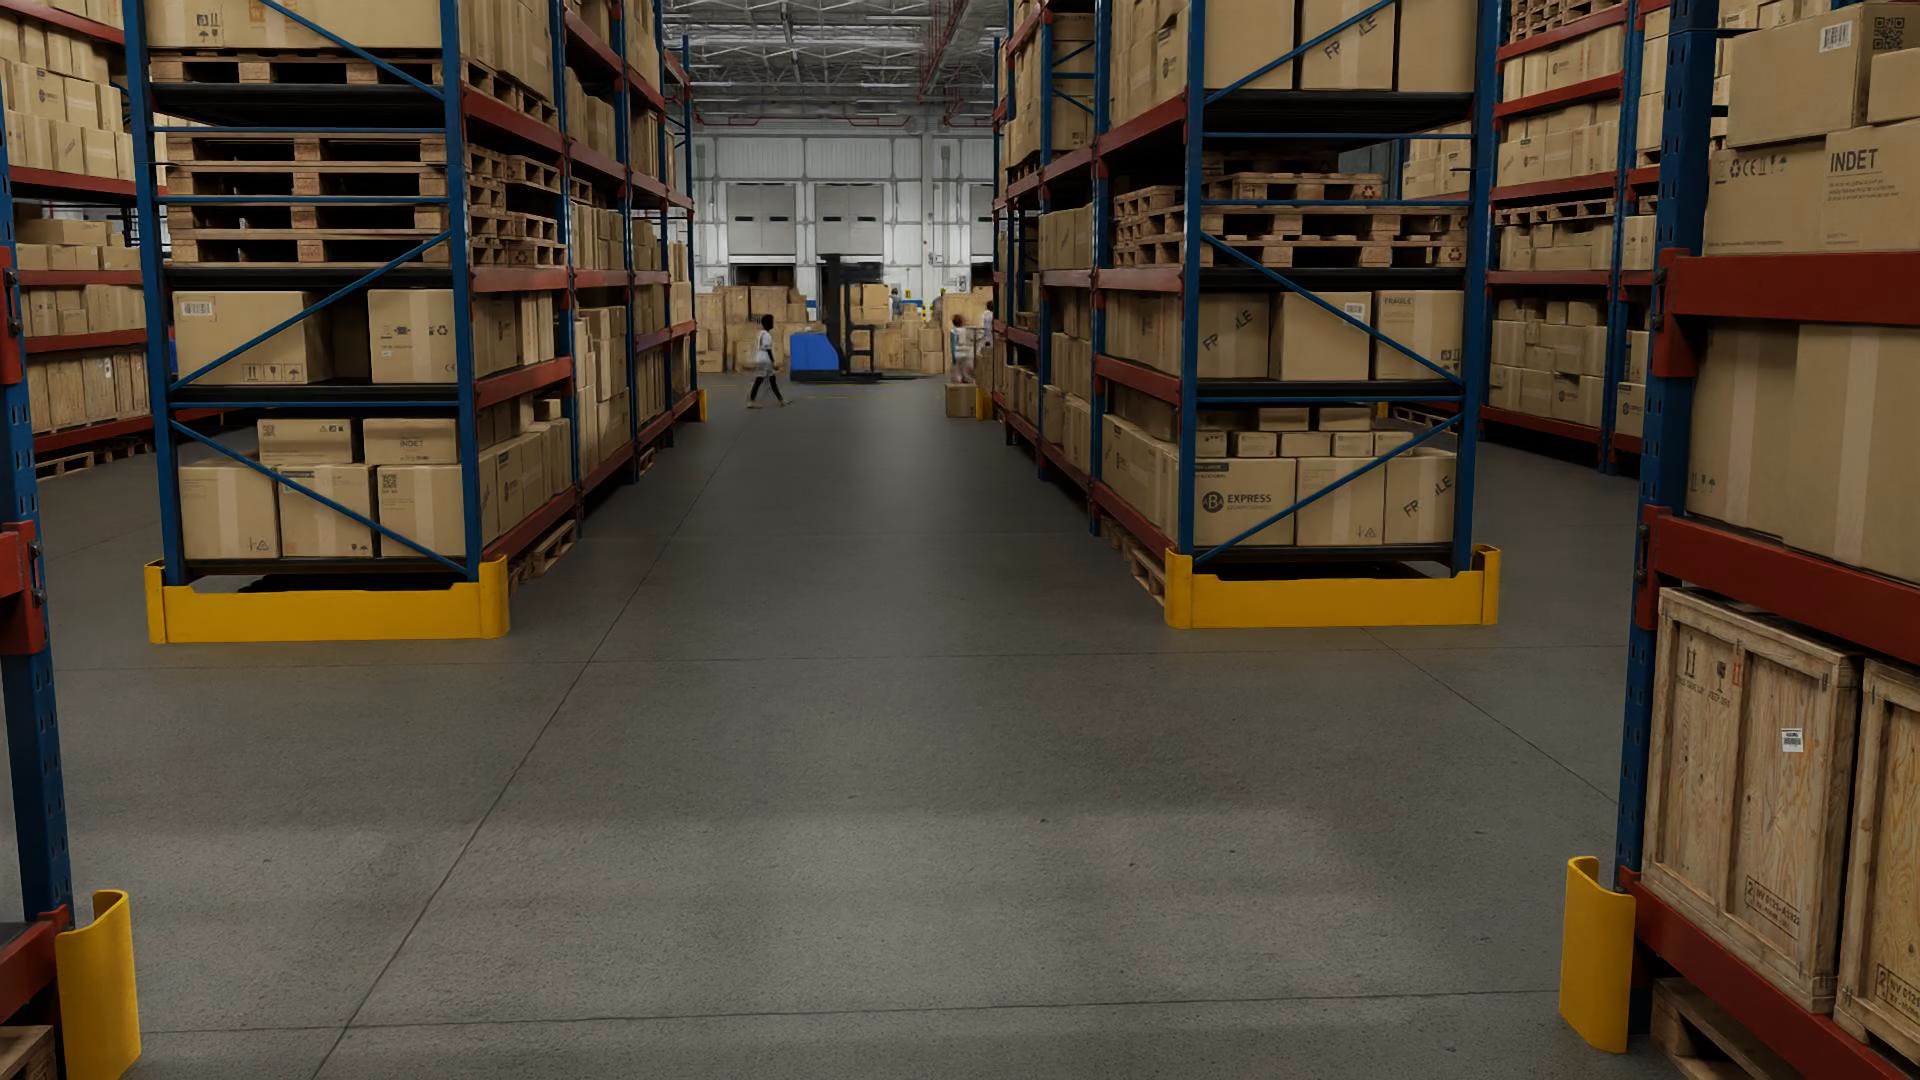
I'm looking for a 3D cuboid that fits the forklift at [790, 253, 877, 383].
[{"bbox_3d":[-2.773,-4.840,36.219,1.873,2.768,1.129,-1,9,-4],"label":"forklift"}]

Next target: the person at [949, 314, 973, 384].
[{"bbox_3d":[0.016,-3.519,31.840,0.551,1.621,0.521,8,12,41],"label":"person"}]

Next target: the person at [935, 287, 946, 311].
[{"bbox_3d":[-0.640,-8.305,60.985,0.586,1.920,0.379,-1,9,-5],"label":"person"}]

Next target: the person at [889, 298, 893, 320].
[{"bbox_3d":[-2.423,-7.289,54.548,0.372,1.940,0.631,8,12,40],"label":"person"}]

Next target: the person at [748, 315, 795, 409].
[{"bbox_3d":[-3.361,-3.138,29.350,0.855,1.649,0.547,-1,9,-9],"label":"person"}]

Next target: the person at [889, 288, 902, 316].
[{"bbox_3d":[-2.298,-7.827,57.976,0.635,1.928,0.383,4,10,22],"label":"person"}]

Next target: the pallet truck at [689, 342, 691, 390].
[{"bbox_3d":[-5.225,-3.008,27.480,1.885,1.965,0.823,2,9,14],"label":"pallet truck"}]

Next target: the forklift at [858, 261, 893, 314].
[{"bbox_3d":[-3.114,-8.268,57.746,1.873,2.768,1.129,-8,12,-40],"label":"forklift"}]

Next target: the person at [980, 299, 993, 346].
[{"bbox_3d":[0.601,-4.619,38.182,0.780,1.816,0.620,-3,9,-18],"label":"person"}]

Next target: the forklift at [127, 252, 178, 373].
[{"bbox_3d":[-15.852,-4.378,33.321,1.129,2.768,1.873,-1,9,-4],"label":"forklift"}]
